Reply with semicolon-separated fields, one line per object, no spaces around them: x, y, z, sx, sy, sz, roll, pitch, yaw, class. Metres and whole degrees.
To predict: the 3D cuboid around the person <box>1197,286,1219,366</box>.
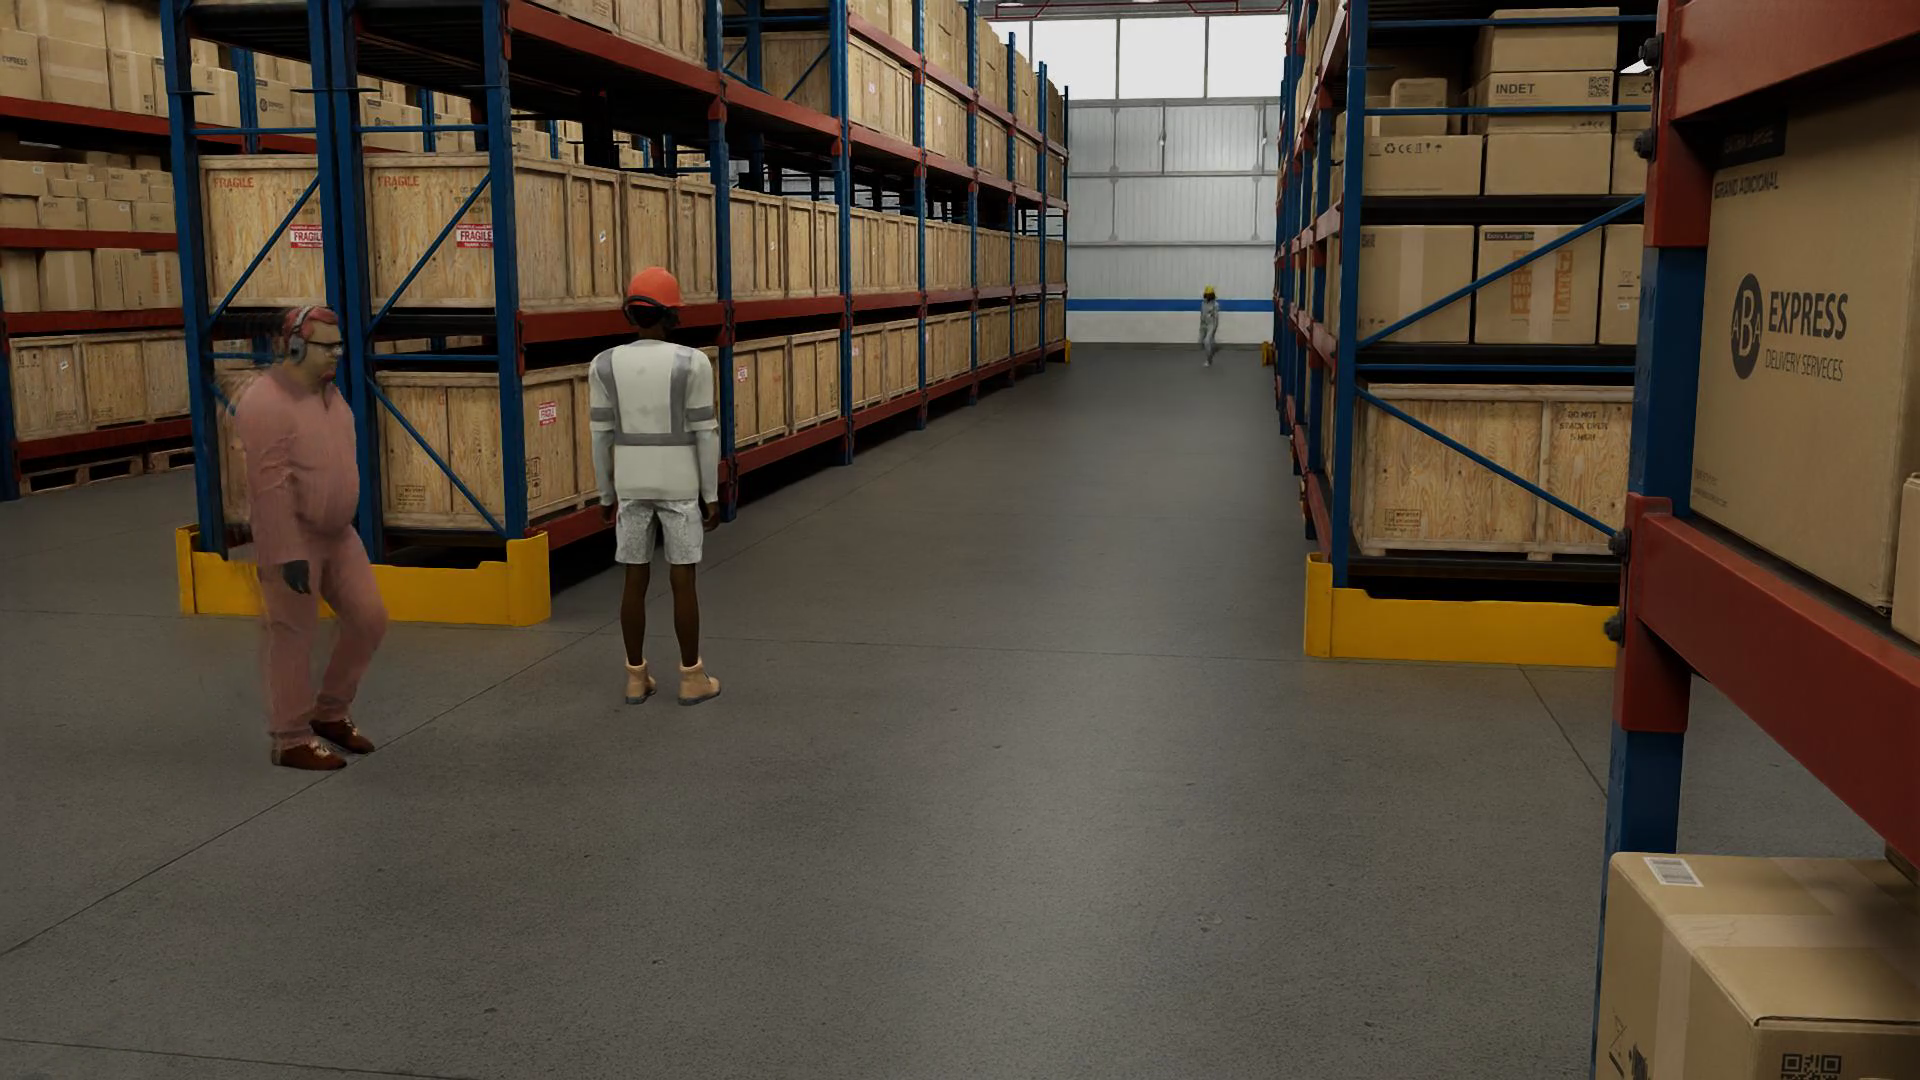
5.336;-4.601;35.786;0.363;1.727;0.498;-8;12;-40;person

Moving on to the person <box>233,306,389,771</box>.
-2.611;0.008;6.714;0.453;1.886;0.639;3;10;16;person

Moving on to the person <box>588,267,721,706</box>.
-1.407;-0.241;7.769;0.605;2.045;0.381;1;9;9;person
